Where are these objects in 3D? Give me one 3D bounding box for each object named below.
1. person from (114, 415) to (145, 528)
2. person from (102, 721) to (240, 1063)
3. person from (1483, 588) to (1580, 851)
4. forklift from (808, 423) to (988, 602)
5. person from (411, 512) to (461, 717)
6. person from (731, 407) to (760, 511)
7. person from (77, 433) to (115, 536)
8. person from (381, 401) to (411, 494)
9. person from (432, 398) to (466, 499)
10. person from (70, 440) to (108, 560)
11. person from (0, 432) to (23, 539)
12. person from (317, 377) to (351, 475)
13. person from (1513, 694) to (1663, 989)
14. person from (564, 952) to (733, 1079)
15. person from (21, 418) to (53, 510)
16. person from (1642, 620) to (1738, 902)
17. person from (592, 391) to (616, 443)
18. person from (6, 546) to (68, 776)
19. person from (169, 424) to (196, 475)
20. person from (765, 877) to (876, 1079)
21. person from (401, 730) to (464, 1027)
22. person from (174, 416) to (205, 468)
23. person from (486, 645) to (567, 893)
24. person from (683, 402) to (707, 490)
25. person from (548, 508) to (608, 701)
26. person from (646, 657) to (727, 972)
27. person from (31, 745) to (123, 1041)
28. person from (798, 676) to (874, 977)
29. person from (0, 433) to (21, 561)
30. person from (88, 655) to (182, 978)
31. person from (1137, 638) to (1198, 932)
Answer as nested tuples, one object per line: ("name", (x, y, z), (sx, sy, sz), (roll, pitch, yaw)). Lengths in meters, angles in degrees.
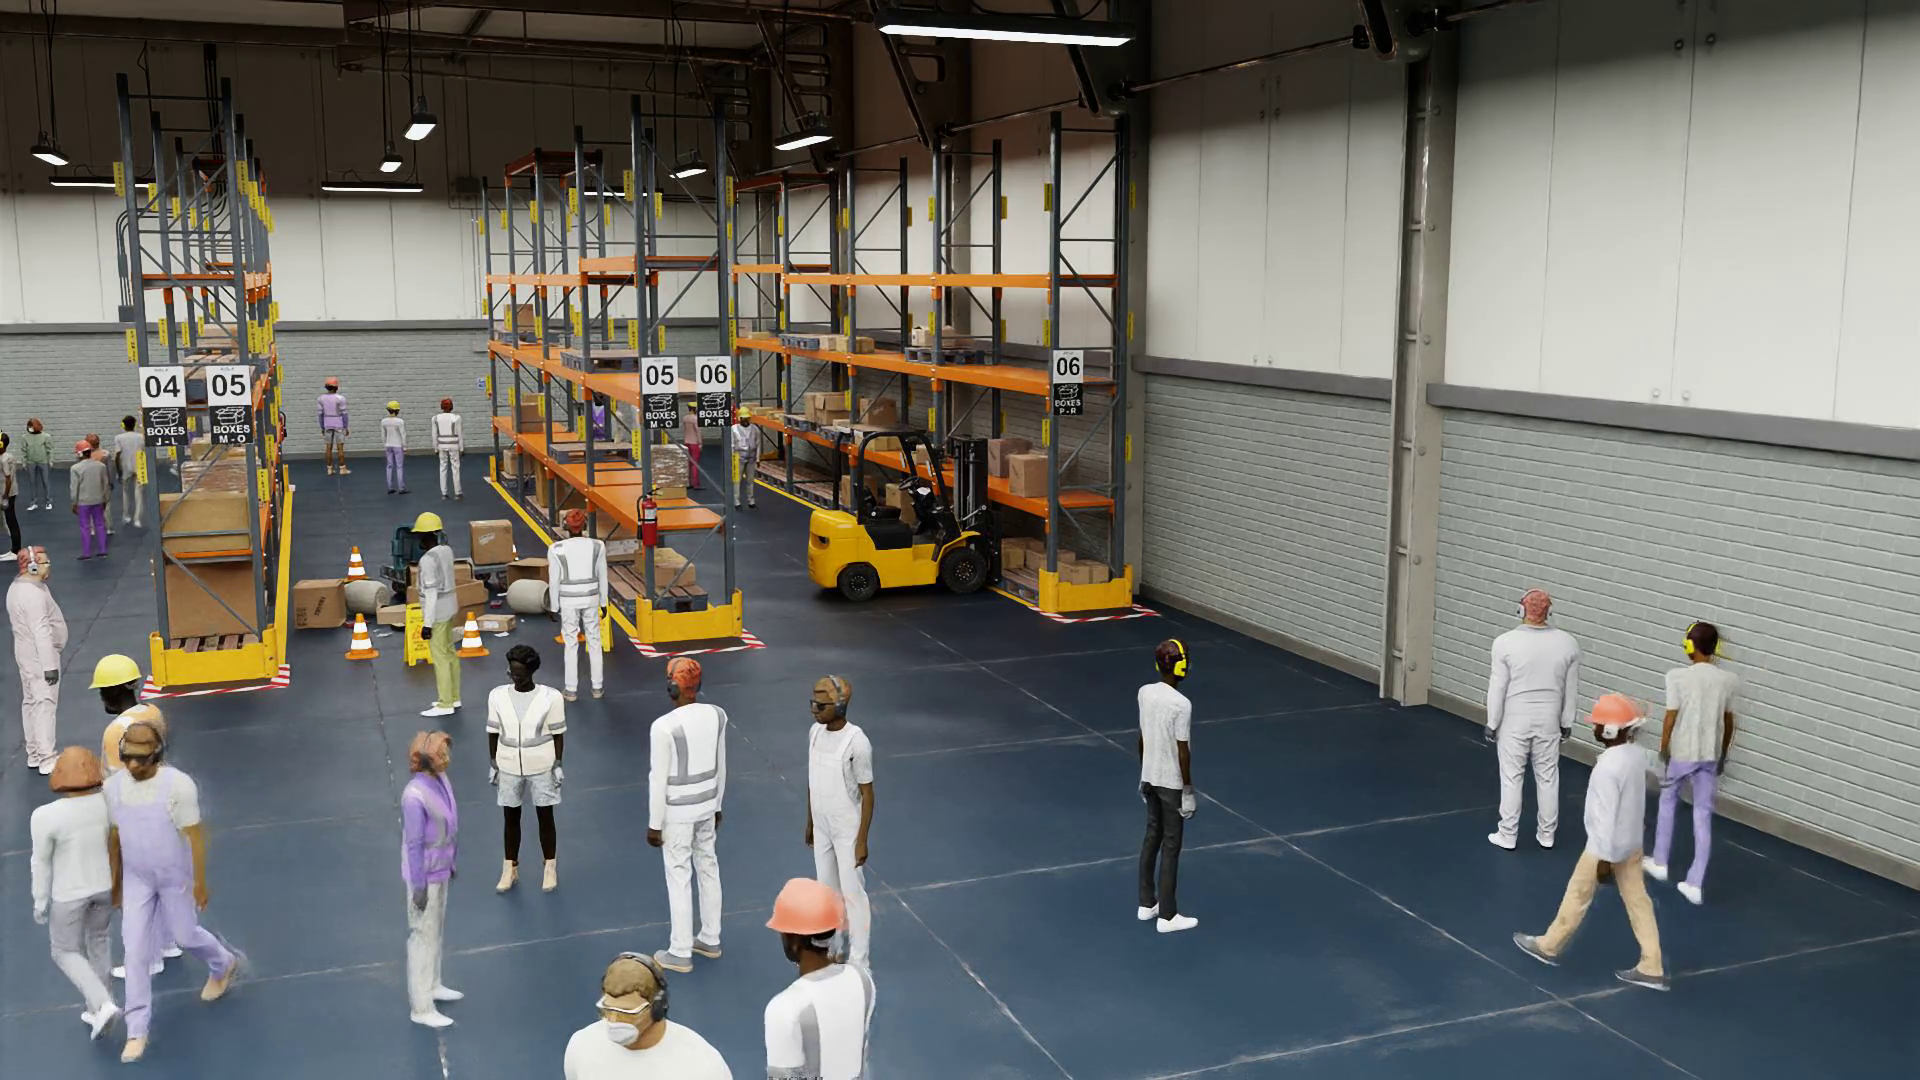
("person", (-13.713, -1.143, 27.531), (0.511, 1.818, 0.961), (-5, 10, -29))
("person", (-4.329, 1.809, 9.046), (0.560, 1.805, 0.882), (0, 9, 1))
("person", (4.086, 1.288, 11.961), (0.655, 1.906, 0.407), (-1, 9, -3))
("forklift", (-0.830, -0.399, 21.676), (2.313, 2.155, 1.214), (-4, 10, -21))
("person", (-4.926, 0.696, 15.620), (0.388, 1.926, 0.590), (1, 9, 3))
("person", (-3.783, -1.423, 29.255), (0.598, 1.832, 0.404), (-6, 11, -31))
("person", (-13.708, -0.875, 26.400), (0.514, 1.645, 0.309), (-4, 10, -25))
("person", (-10.712, -1.754, 31.549), (0.523, 1.769, 0.314), (3, 10, 19))
("person", (-9.438, -1.681, 30.724), (0.573, 1.883, 0.353), (1, 9, 4))
("person", (-12.710, -0.582, 24.251), (0.347, 1.742, 0.555), (4, 10, 26))
("person", (-15.015, -0.819, 25.882), (0.605, 1.707, 0.623), (-4, 10, -25))
("person", (-12.953, -2.350, 34.428), (0.608, 2.044, 0.370), (0, 9, 3))
("person", (3.763, 1.735, 9.762), (0.883, 1.699, 0.587), (9, 12, 43))
("person", (-1.044, 2.289, 5.589), (0.628, 1.933, 0.368), (4, 10, 22))
("person", (-16.277, -1.339, 29.348), (0.507, 1.632, 0.279), (-2, 9, -13))
("person", (4.895, 1.446, 11.189), (0.559, 1.828, 0.817), (0, 9, 1))
("person", (-7.221, -2.074, 33.372), (0.627, 1.837, 0.429), (1, 9, 5))
("person", (-7.622, 0.994, 13.810), (0.410, 1.909, 0.643), (-8, 12, -43))
("person", (-15.896, -2.213, 34.121), (0.950, 1.855, 0.636), (4, 10, 26))
("person", (-0.591, 2.192, 6.227), (0.620, 1.914, 0.580), (7, 11, 38))
("person", (-2.947, 1.854, 9.253), (0.312, 1.636, 0.524), (0, 9, -1))
("person", (-16.205, -2.343, 34.882), (0.926, 1.883, 0.597), (2, 9, 12))
("person", (-2.903, 1.524, 11.142), (0.530, 1.693, 0.321), (0, 9, -1))
("person", (-5.144, -1.844, 32.140), (0.324, 1.760, 0.523), (-9, 13, -44))
("person", (-3.713, 0.626, 16.206), (0.575, 1.882, 0.355), (-4, 10, -25))
("person", (-1.624, 1.626, 9.950), (0.343, 1.878, 0.575), (7, 11, 36))
("person", (-4.697, 1.909, 8.965), (0.513, 1.617, 0.512), (7, 11, 36))
("person", (-0.713, 1.684, 9.661), (0.327, 1.843, 0.516), (-9, 13, -44))
("person", (-13.860, -0.631, 24.153), (0.328, 1.873, 0.519), (-4, 10, -25))
("person", (-4.897, 1.621, 9.859), (0.408, 1.914, 0.590), (-1, 9, -4))
("person", (1.315, 1.542, 10.524), (0.335, 1.860, 0.508), (-5, 10, -29))
